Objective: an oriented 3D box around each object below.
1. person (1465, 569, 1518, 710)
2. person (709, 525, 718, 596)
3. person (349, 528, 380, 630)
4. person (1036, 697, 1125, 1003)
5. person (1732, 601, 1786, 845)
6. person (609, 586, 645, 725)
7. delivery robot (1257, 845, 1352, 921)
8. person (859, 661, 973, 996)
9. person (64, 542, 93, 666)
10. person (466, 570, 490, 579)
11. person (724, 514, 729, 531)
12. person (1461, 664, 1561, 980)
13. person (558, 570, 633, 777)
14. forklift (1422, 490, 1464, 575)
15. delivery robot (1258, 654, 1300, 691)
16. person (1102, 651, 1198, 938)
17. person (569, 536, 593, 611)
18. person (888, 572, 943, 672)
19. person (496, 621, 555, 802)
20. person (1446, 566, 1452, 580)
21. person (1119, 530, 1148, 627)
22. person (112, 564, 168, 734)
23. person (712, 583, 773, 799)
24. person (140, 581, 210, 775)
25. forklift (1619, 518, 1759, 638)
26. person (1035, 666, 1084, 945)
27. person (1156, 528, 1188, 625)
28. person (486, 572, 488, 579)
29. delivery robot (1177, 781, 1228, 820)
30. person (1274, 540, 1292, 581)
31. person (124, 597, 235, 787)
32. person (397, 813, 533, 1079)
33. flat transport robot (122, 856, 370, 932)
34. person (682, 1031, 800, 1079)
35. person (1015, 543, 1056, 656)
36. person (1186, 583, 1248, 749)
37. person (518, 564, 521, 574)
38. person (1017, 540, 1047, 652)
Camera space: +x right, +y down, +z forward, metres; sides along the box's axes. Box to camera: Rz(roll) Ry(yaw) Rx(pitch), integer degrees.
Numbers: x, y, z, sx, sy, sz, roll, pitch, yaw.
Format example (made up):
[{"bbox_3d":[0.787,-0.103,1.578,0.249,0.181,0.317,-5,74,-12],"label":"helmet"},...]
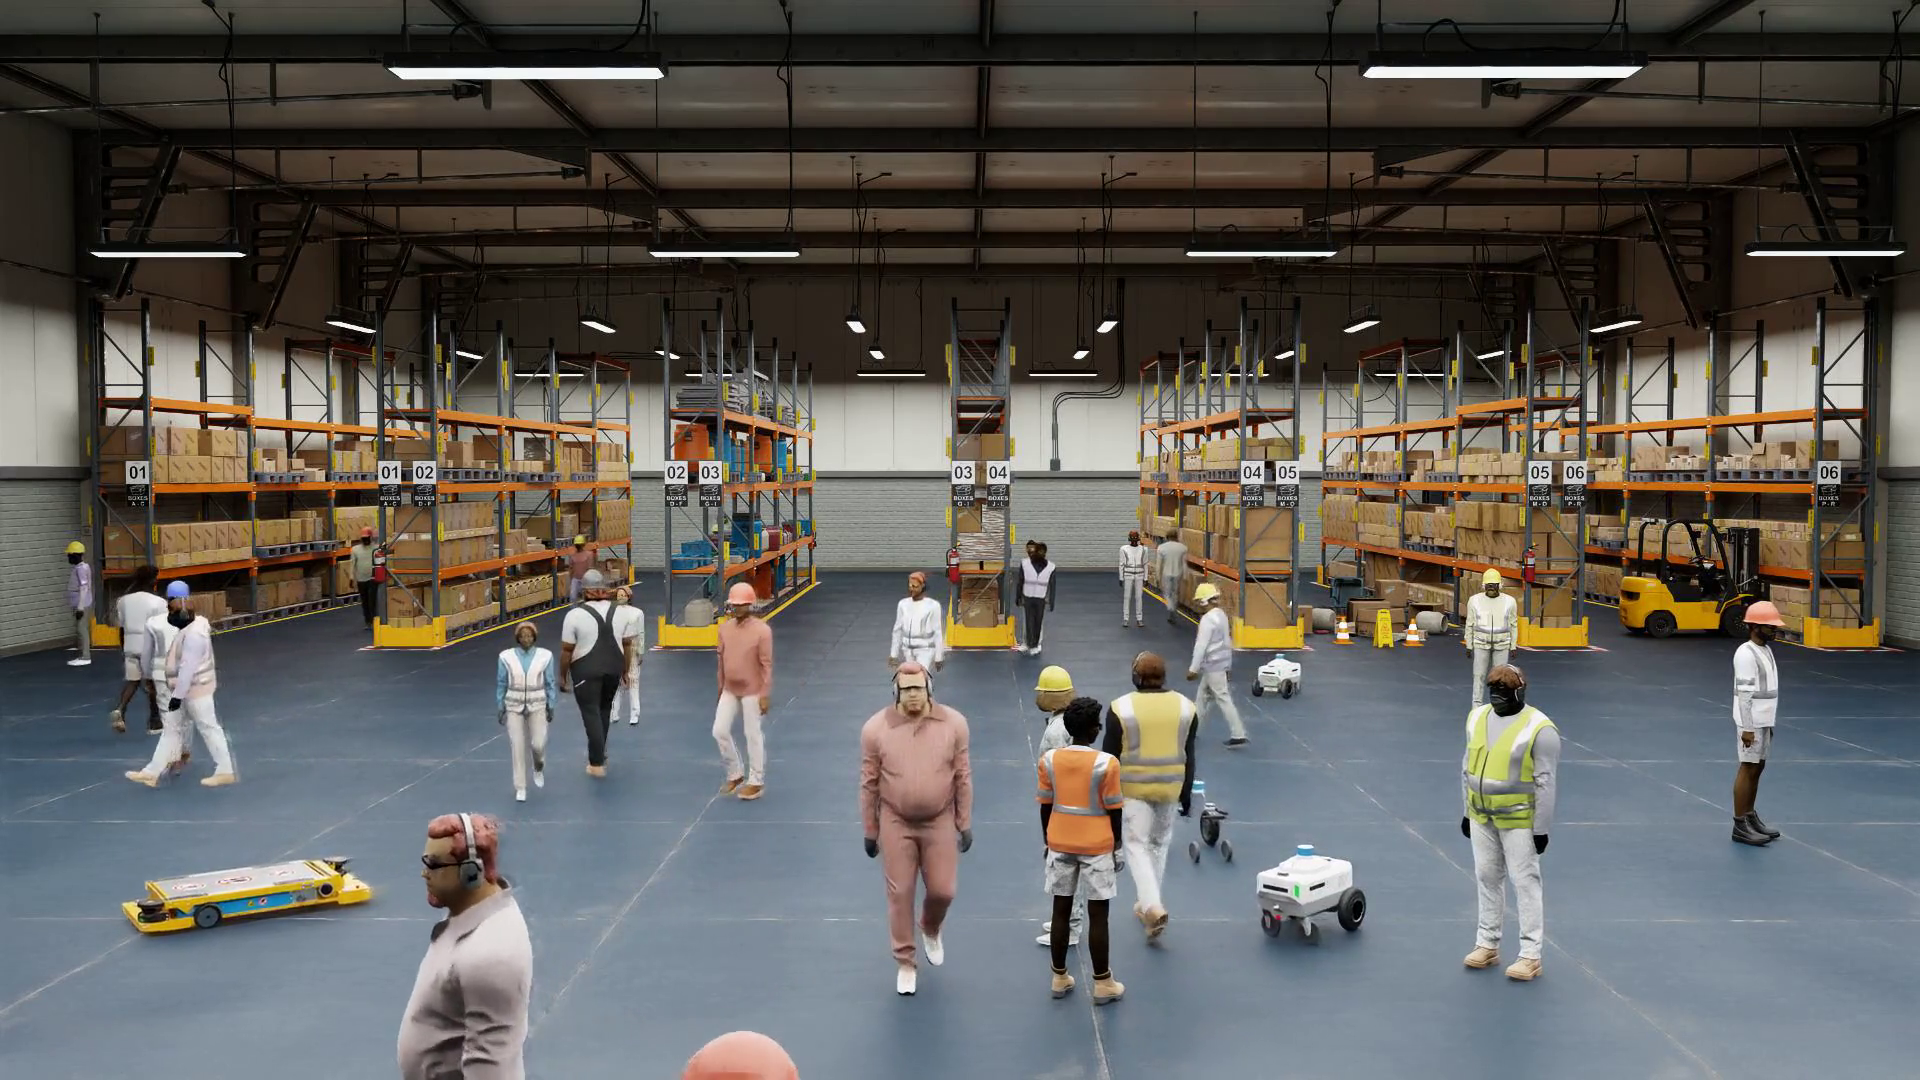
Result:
[{"bbox_3d":[6.376,1.255,19.371,0.599,1.830,0.403,1,2,17],"label":"person"},{"bbox_3d":[-5.958,0.502,39.396,0.550,1.733,0.731,0,2,3],"label":"person"},{"bbox_3d":[-11.289,0.745,30.663,0.611,1.947,0.978,0,2,-7],"label":"person"},{"bbox_3d":[0.687,1.730,9.096,0.530,1.696,0.322,1,3,30],"label":"person"},{"bbox_3d":[6.439,1.457,13.000,0.369,1.935,0.552,2,3,42],"label":"person"},{"bbox_3d":[-3.987,1.358,19.140,0.514,1.645,0.309,0,2,8],"label":"person"},{"bbox_3d":[2.226,2.215,10.422,0.477,0.478,0.707,2,3,44],"label":"delivery robot"},{"bbox_3d":[-0.259,1.626,9.318,0.664,1.888,0.490,0,2,-7],"label":"person"},{"bbox_3d":[-13.653,0.988,25.007,0.380,1.922,0.645,-2,3,-33],"label":"person"},{"bbox_3d":[-10.618,0.632,35.486,0.597,1.803,0.790,0,2,-6],"label":"person"},{"bbox_3d":[-6.936,0.157,46.930,0.725,1.851,0.517,-1,3,-26],"label":"person"},{"bbox_3d":[3.231,1.647,9.571,0.430,1.835,0.619,-1,3,-33],"label":"person"},{"bbox_3d":[-3.695,1.306,16.049,0.703,2.000,0.901,-2,3,-40],"label":"person"},{"bbox_3d":[13.926,-0.371,47.846,1.873,2.768,1.129,0,2,0],"label":"forklift"},{"bbox_3d":[4.271,1.770,21.578,0.477,0.478,0.707,2,3,35],"label":"delivery robot"},{"bbox_3d":[1.220,1.621,10.403,0.635,1.817,0.805,-1,2,-14],"label":"person"},{"bbox_3d":[-7.595,0.791,32.240,0.530,1.741,0.746,0,2,4],"label":"person"},{"bbox_3d":[-0.548,1.297,18.052,0.580,1.860,0.780,2,3,38],"label":"person"},{"bbox_3d":[-3.952,1.542,14.702,0.514,1.629,0.416,-1,2,-14],"label":"person"},{"bbox_3d":[11.882,0.549,39.850,0.516,1.617,0.667,0,2,-5],"label":"person"},{"bbox_3d":[3.391,0.748,31.512,0.584,1.882,0.349,0,2,-2],"label":"person"},{"bbox_3d":[-9.267,1.241,18.257,0.618,1.947,0.687,0,2,5],"label":"person"},{"bbox_3d":[-1.991,1.373,14.672,0.638,1.970,0.547,1,3,28],"label":"person"},{"bbox_3d":[-7.803,1.355,16.063,0.621,1.893,1.007,-1,3,-30],"label":"person"},{"bbox_3d":[13.417,0.684,29.791,2.313,2.155,1.214,0,2,0],"label":"forklift"},{"bbox_3d":[0.621,1.664,10.207,0.312,1.741,0.487,1,2,14],"label":"person"},{"bbox_3d":[4.189,0.718,31.828,0.633,1.922,0.640,0,2,-6],"label":"person"},{"bbox_3d":[-11.829,0.506,39.935,0.548,1.691,0.347,0,2,-5],"label":"person"},{"bbox_3d":[1.849,2.000,12.600,0.335,0.223,0.698,-1,2,-14],"label":"delivery robot"},{"bbox_3d":[9.053,0.239,45.417,0.658,1.796,1.141,0,2,12],"label":"person"},{"bbox_3d":[-7.298,1.440,15.160,0.941,1.790,0.637,-2,3,-36],"label":"person"},{"bbox_3d":[-1.503,1.791,5.131,0.757,1.884,0.652,-1,2,-17],"label":"person"},{"bbox_3d":[-4.816,2.381,10.924,1.431,0.197,0.652,-2,3,-37],"label":"flat transport robot"},{"bbox_3d":[-0.380,1.858,2.776,0.508,1.946,0.663,2,3,35],"label":"person"},{"bbox_3d":[1.244,0.972,26.391,0.631,1.839,0.997,0,2,-7],"label":"person"},{"bbox_3d":[2.724,1.362,17.458,0.864,1.783,0.601,1,2,20],"label":"person"},{"bbox_3d":[-11.239,0.464,41.822,0.519,1.613,0.345,0,2,6],"label":"person"},{"bbox_3d":[1.213,0.931,27.050,0.519,1.873,0.328,1,2,22],"label":"person"}]
